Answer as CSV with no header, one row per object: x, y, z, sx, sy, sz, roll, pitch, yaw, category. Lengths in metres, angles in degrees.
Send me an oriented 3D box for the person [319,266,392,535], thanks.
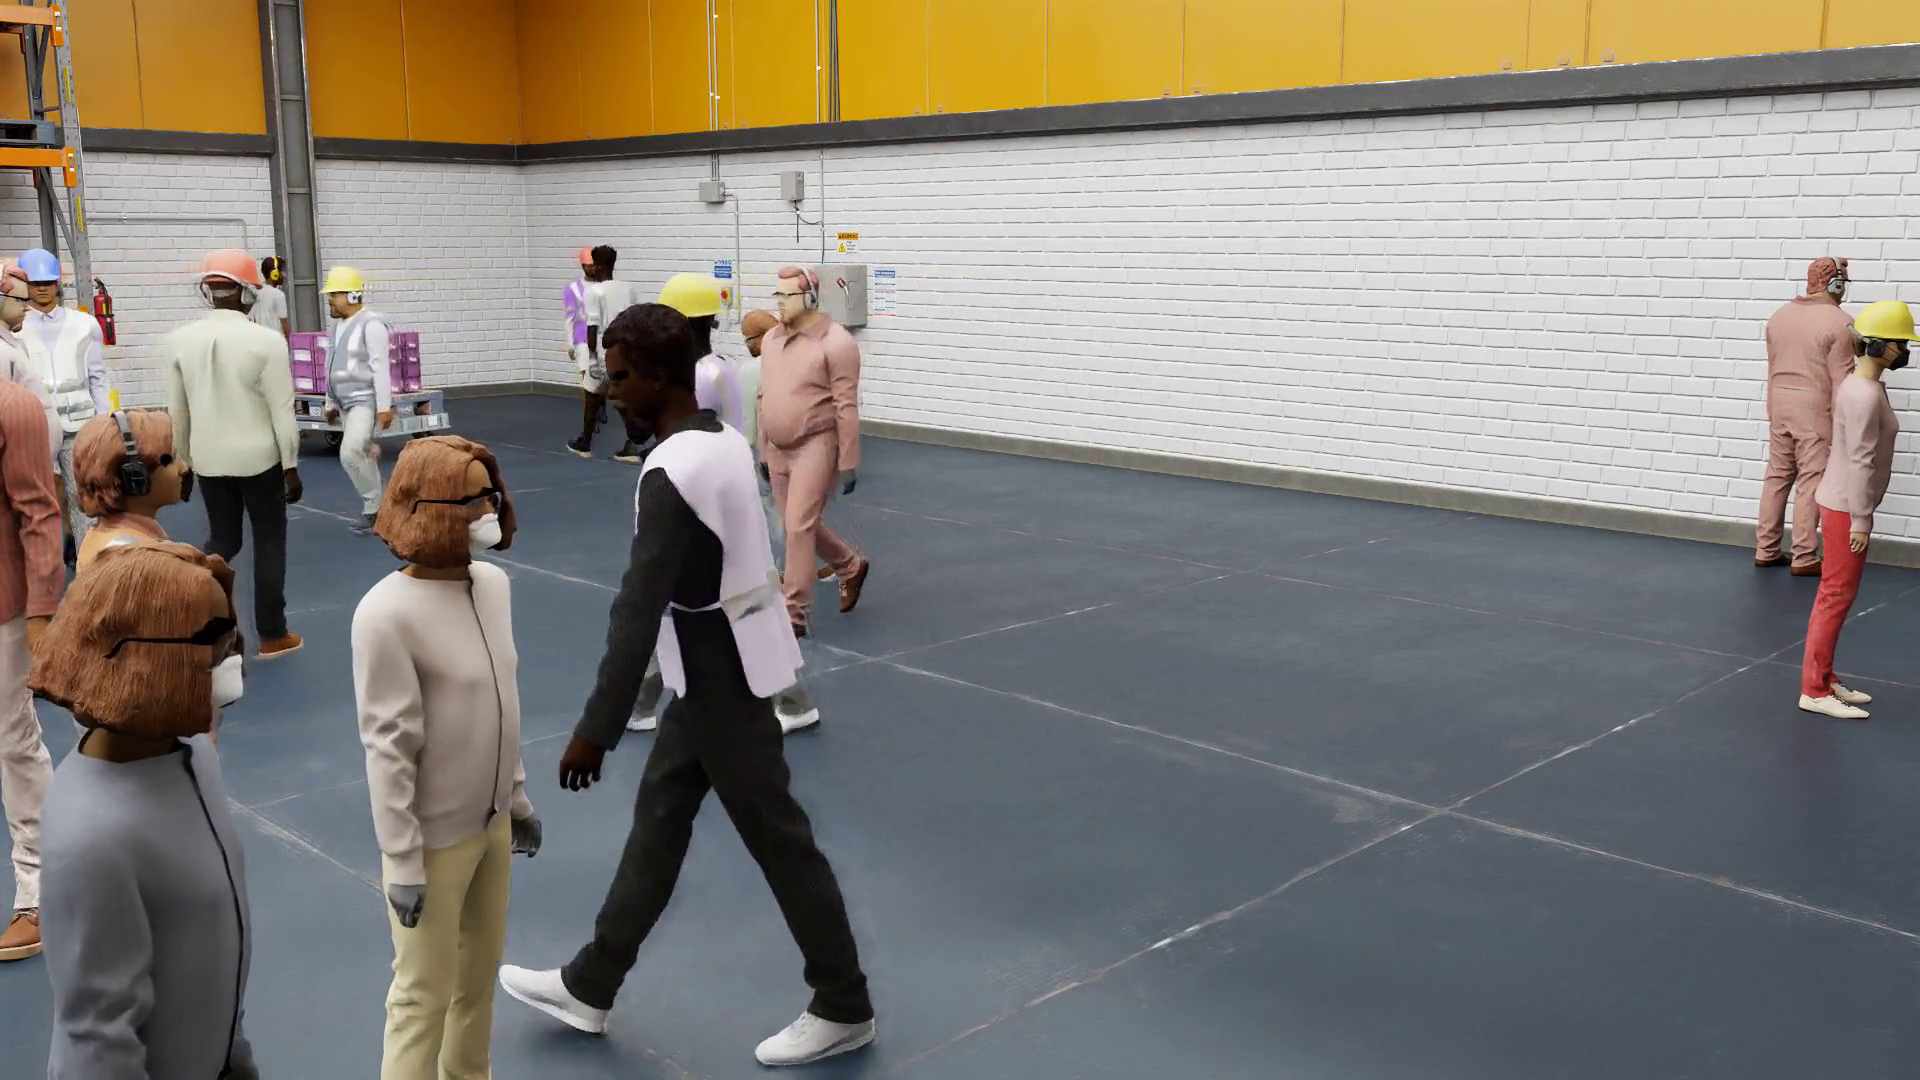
-4.090,-0.930,11.234,0.620,1.811,0.476,10,14,42,person

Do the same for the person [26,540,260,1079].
-1.106,0.800,2.325,0.290,1.622,0.494,-2,11,-11,person

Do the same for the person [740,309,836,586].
-0.995,-0.535,9.641,0.392,1.604,0.645,10,14,43,person

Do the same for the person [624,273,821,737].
-1.020,-0.115,6.634,0.974,1.880,0.601,-1,10,-4,person

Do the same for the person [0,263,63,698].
-4.162,-0.256,7.323,0.406,1.903,0.639,-7,13,-34,person

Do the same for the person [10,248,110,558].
-5.087,-0.647,9.324,0.605,1.948,0.384,-8,13,-37,person

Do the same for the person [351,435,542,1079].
-1.020,0.599,3.388,0.278,1.632,0.496,2,11,13,person

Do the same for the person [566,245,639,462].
-3.237,-1.689,15.048,0.960,1.918,0.622,9,13,39,person

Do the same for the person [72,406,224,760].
-1.839,0.521,3.804,0.307,1.639,0.514,-7,13,-35,person

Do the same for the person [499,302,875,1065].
-0.677,0.369,4.014,1.005,1.853,0.622,0,10,-1,person

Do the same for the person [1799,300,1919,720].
3.795,-0.128,7.018,0.339,1.757,0.518,5,11,24,person

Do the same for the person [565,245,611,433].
-3.805,-2.078,17.213,0.555,1.925,0.568,-5,11,-23,person

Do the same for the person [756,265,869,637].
-0.755,-0.459,8.507,0.653,1.881,0.853,9,14,41,person

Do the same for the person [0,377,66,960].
-2.817,0.188,4.638,0.622,1.996,0.372,0,10,2,person

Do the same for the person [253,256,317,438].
-6.762,-1.847,16.225,0.507,1.824,0.911,9,14,42,person

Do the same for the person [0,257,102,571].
-5.366,-0.728,9.908,0.650,1.888,0.559,-2,11,-9,person

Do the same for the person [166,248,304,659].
-3.404,-0.366,7.746,0.618,1.968,0.687,2,11,10,person

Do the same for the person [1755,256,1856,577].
5.084,-0.731,9.925,0.401,1.903,0.645,-3,11,-17,person
